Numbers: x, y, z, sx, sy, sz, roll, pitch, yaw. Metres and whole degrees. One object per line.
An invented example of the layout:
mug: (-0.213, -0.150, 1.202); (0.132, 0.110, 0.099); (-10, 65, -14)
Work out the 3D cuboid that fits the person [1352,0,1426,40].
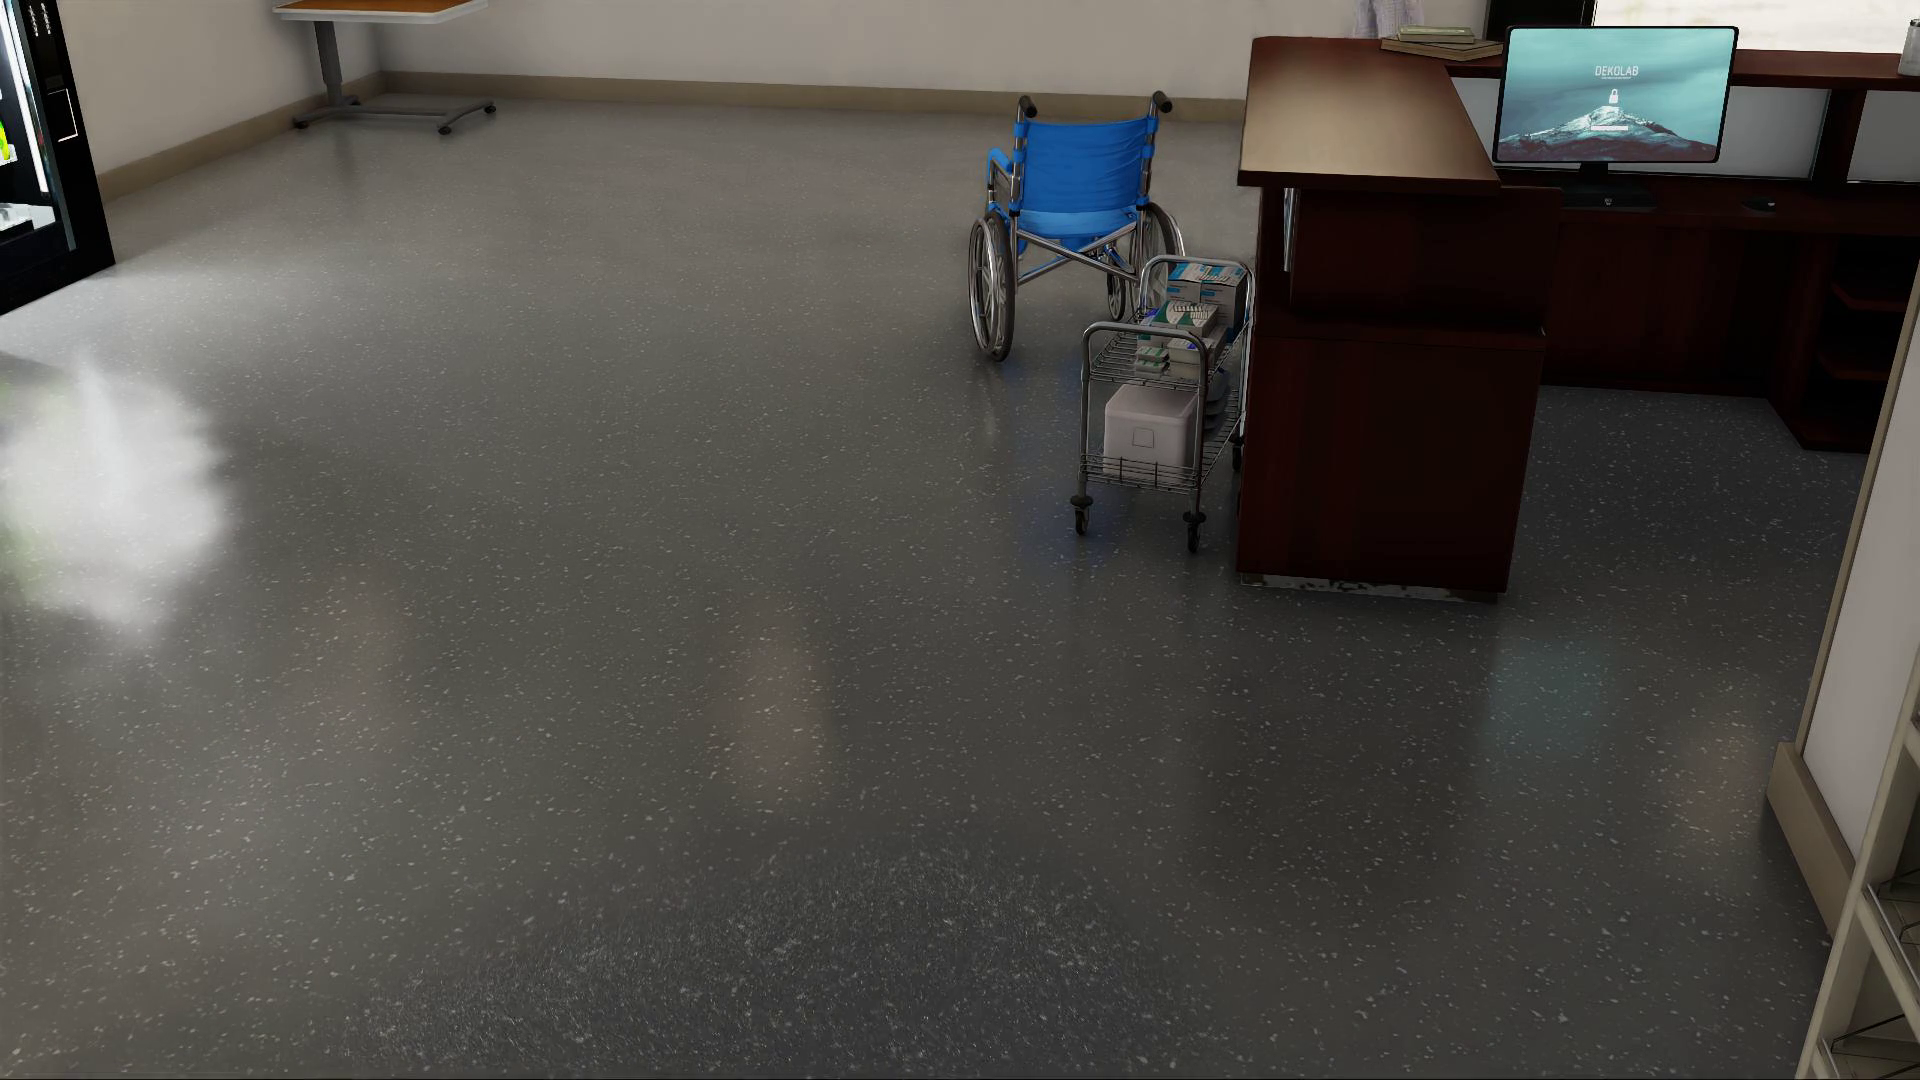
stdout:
person: (1.897, -2.081, 7.814); (0.769, 1.804, 0.658); (9, 27, 18)
